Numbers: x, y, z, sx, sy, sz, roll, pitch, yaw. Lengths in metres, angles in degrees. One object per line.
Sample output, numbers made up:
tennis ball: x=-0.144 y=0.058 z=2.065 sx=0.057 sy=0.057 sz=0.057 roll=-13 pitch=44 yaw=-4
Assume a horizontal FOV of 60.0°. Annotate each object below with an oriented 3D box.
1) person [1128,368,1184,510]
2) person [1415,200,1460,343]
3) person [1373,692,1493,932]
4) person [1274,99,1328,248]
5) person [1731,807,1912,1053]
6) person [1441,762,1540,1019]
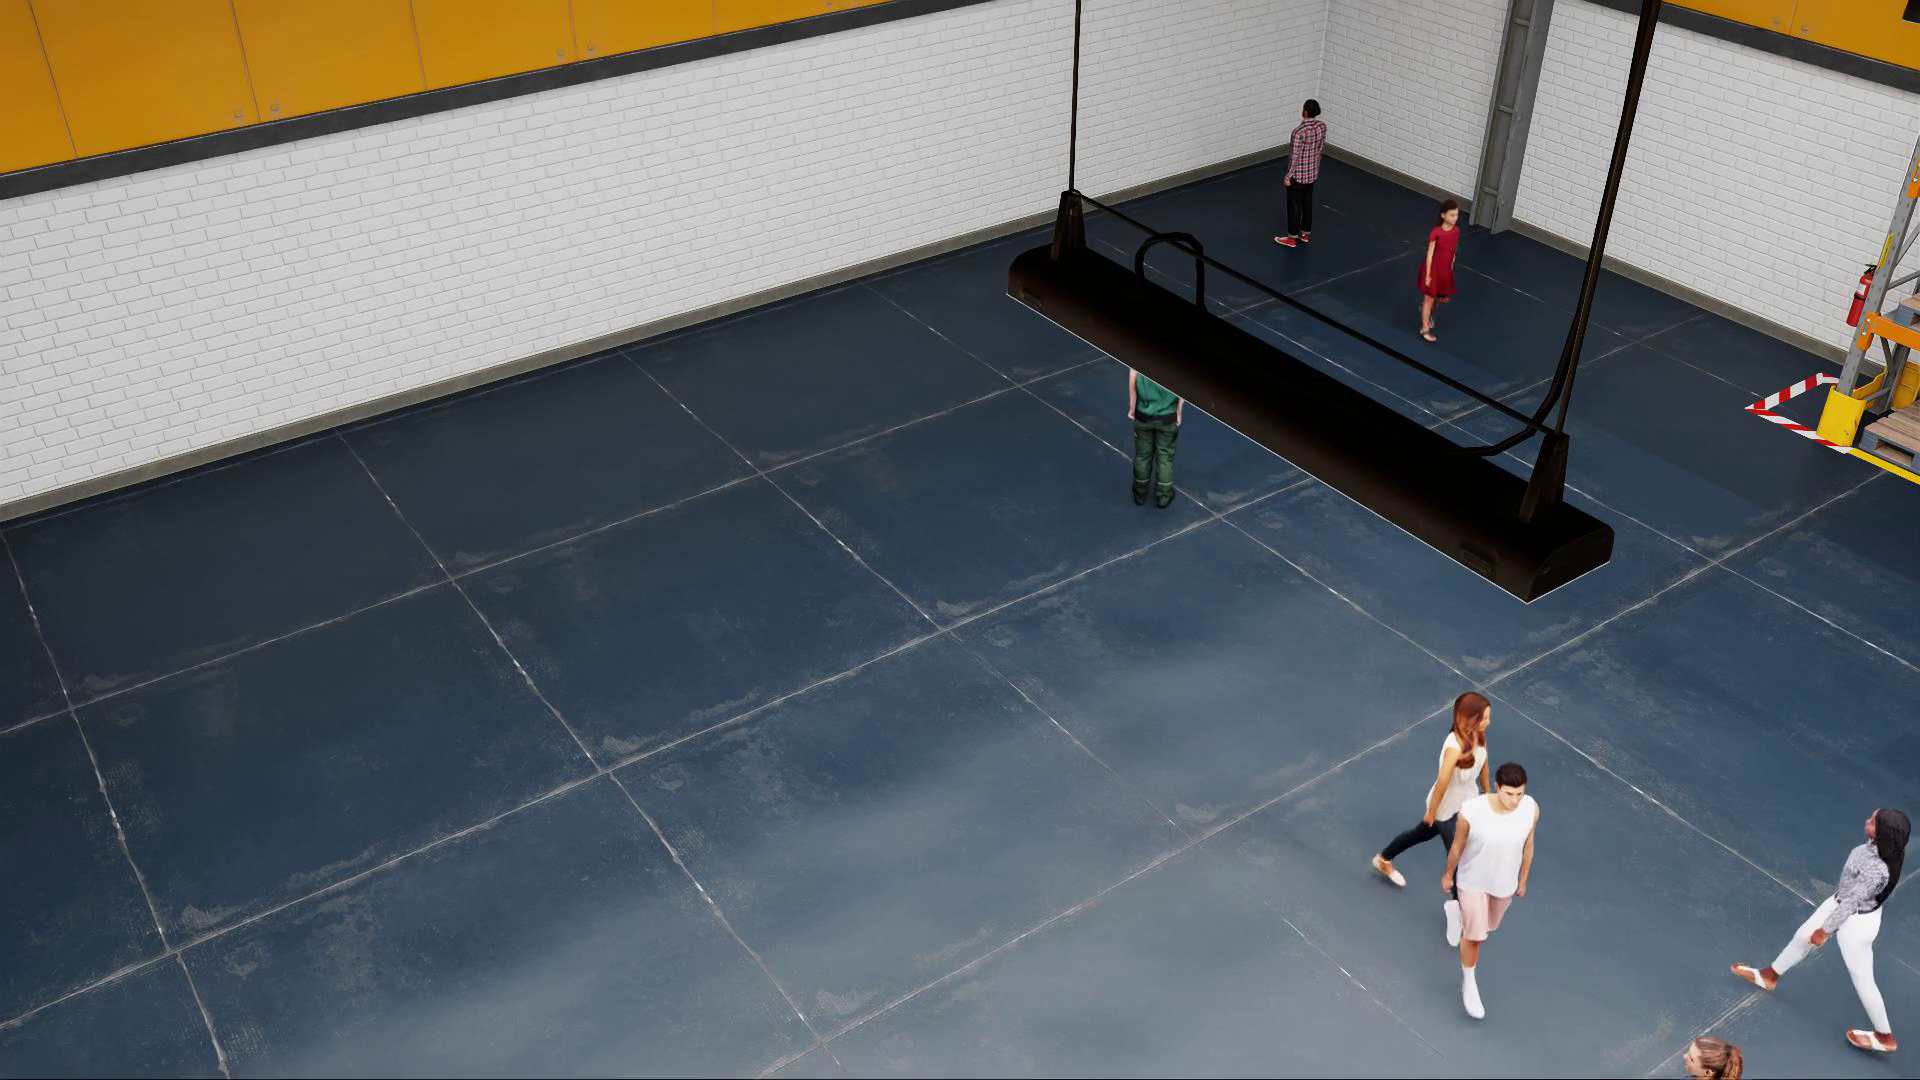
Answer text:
person: x=1.731 y=-1.128 z=14.627 sx=0.713 sy=1.841 sz=0.791 roll=9 pitch=35 yaw=13
person: x=4.989 y=-2.871 z=17.520 sx=0.637 sy=1.542 sz=0.786 roll=-12 pitch=36 yaw=-18
person: x=3.022 y=1.632 z=10.563 sx=1.179 sy=1.744 sz=0.848 roll=22 pitch=39 yaw=29
person: x=4.018 y=-4.313 z=19.491 sx=0.699 sy=1.761 sz=0.609 roll=-24 pitch=41 yaw=-32
person: x=5.273 y=2.274 z=9.658 sx=1.274 sy=1.675 sz=0.889 roll=23 pitch=40 yaw=30
person: x=3.163 y=1.977 z=10.032 sx=1.001 sy=1.757 sz=1.169 roll=0 pitch=34 yaw=0
